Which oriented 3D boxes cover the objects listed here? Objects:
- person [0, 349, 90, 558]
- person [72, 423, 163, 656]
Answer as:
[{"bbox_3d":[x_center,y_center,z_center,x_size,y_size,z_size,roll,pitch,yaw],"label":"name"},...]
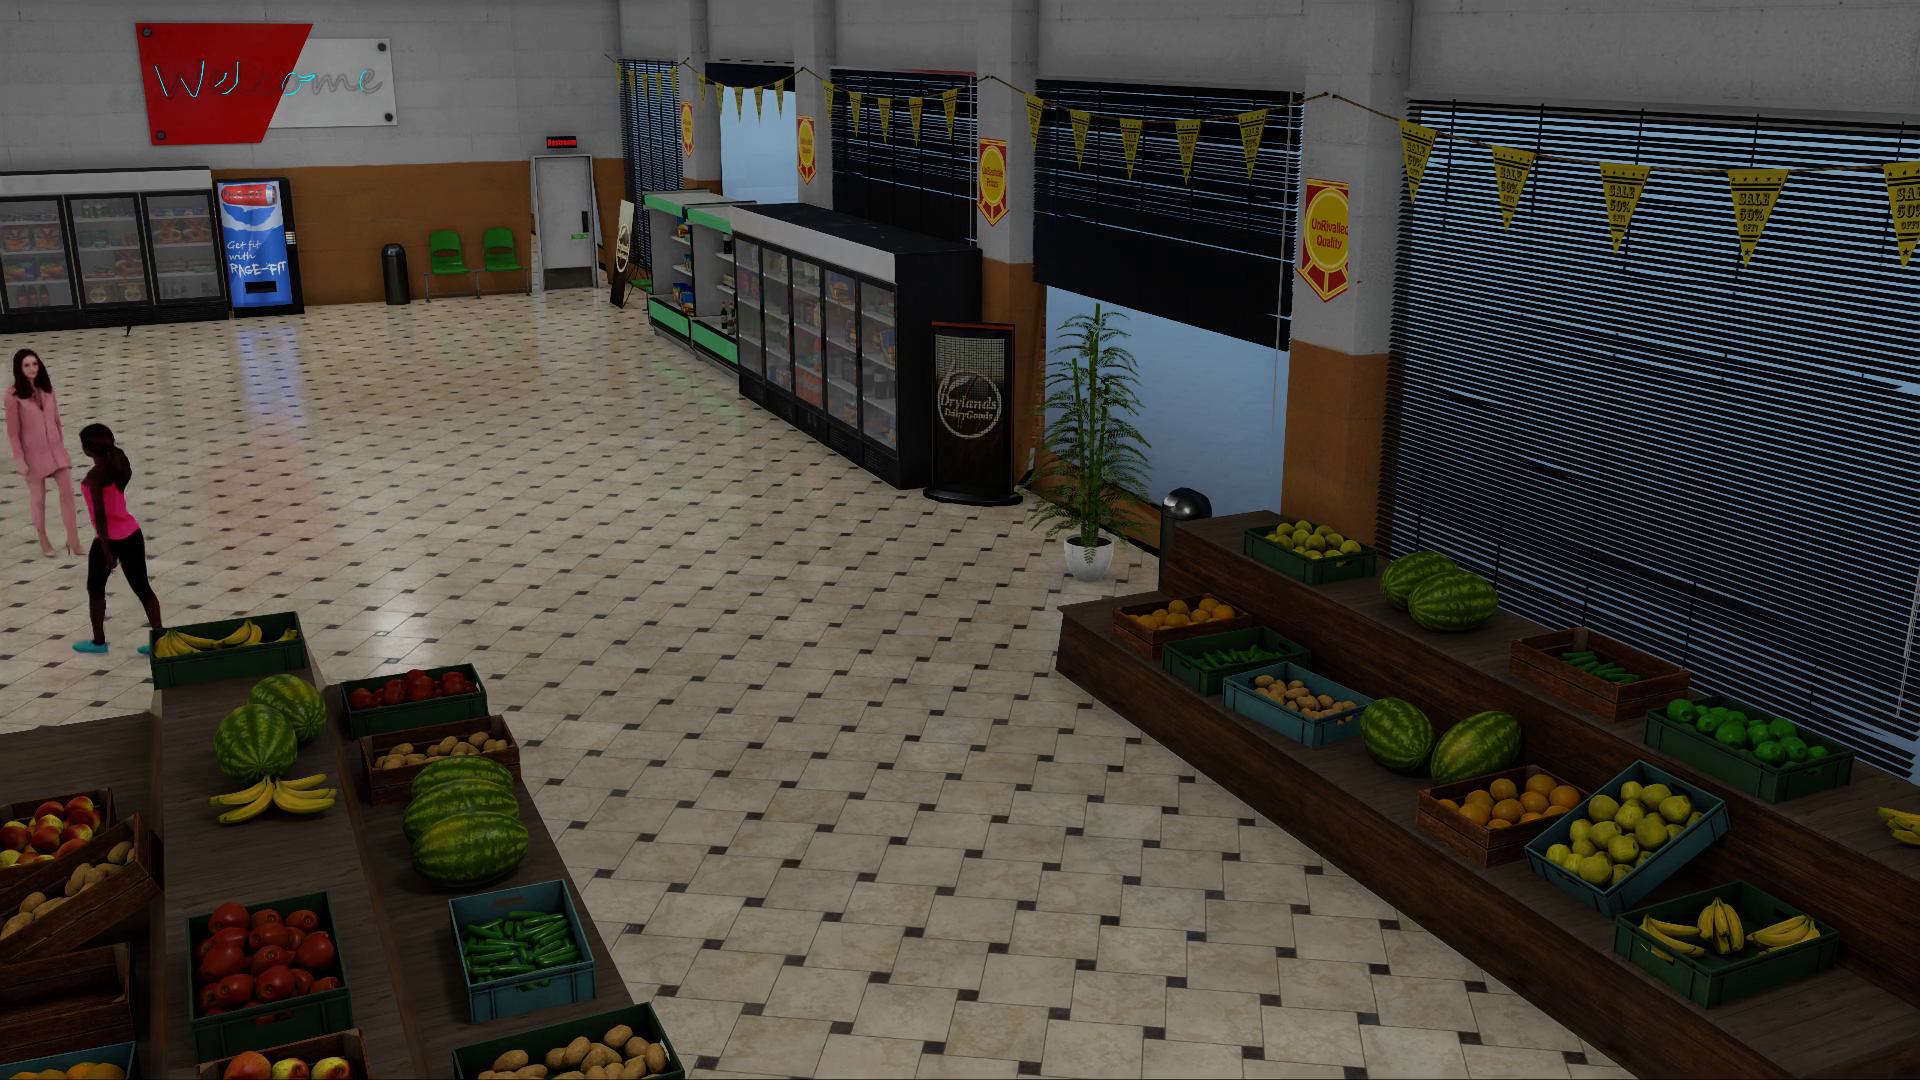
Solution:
[{"bbox_3d":[-7.763,-0.716,13.960,0.942,1.780,0.849,11,20,32],"label":"person"},{"bbox_3d":[-5.809,0.034,11.638,0.952,1.694,0.938,4,17,14],"label":"person"}]
